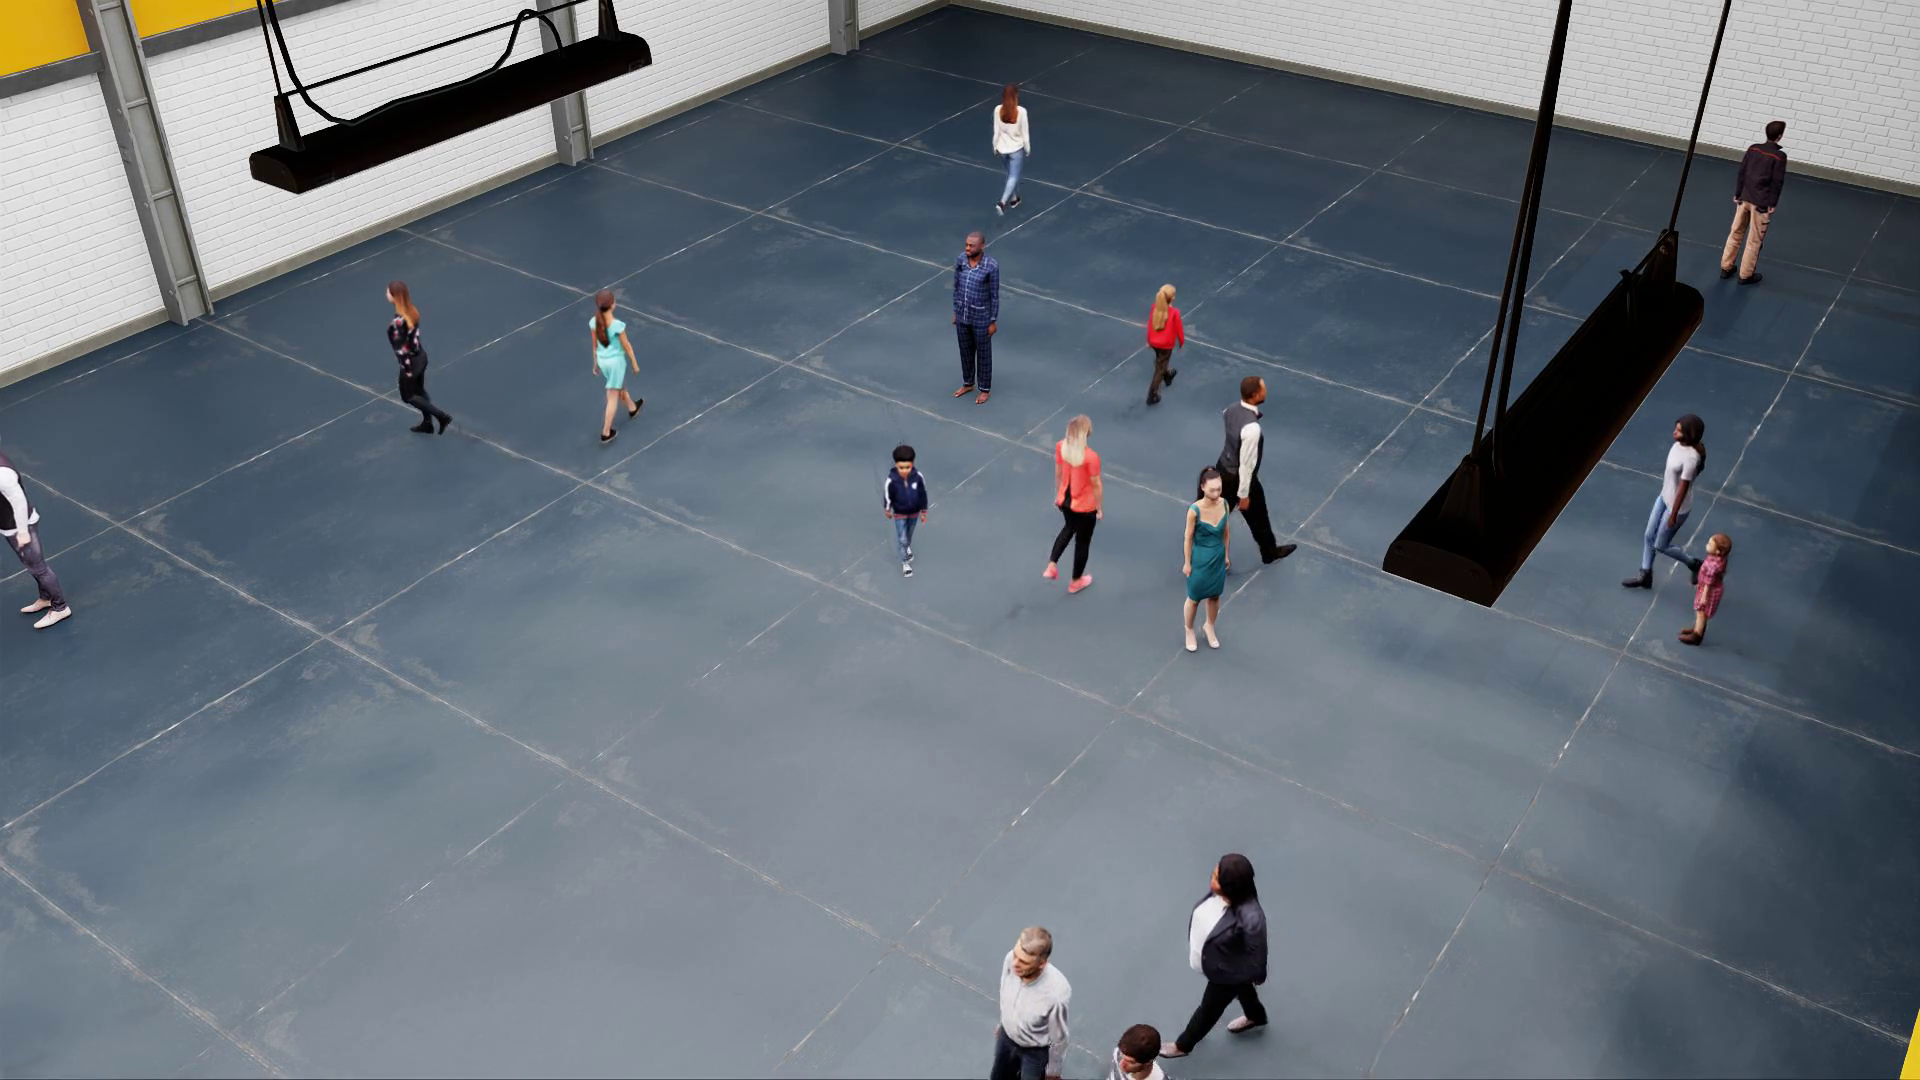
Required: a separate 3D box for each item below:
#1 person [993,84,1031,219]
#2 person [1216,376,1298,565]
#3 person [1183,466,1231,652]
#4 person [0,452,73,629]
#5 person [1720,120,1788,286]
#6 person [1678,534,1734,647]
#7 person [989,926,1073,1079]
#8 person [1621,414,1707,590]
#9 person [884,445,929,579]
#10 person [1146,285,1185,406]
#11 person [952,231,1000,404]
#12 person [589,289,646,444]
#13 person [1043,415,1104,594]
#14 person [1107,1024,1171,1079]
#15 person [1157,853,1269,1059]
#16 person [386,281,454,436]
[{"bbox_3d":[0.628,-4.872,20.940,0.723,1.664,1.105,15,36,21],"label":"person"},{"bbox_3d":[2.281,-0.510,14.178,1.265,1.883,1.127,-11,35,-16],"label":"person"},{"bbox_3d":[1.971,0.159,13.347,0.572,1.689,0.676,-13,36,-18],"label":"person"},{"bbox_3d":[-7.735,-0.115,13.639,0.662,1.822,0.742,-26,42,-34],"label":"person"},{"bbox_3d":[9.220,-3.924,19.278,0.741,1.925,0.773,-21,39,-28],"label":"person"},{"bbox_3d":[6.132,0.404,13.583,0.487,1.021,0.373,19,38,26],"label":"person"},{"bbox_3d":[0.456,2.765,9.320,0.815,1.808,0.762,-25,41,-33],"label":"person"},{"bbox_3d":[6.077,-0.280,13.993,0.914,1.706,0.936,3,34,4],"label":"person"},{"bbox_3d":[-0.469,-0.308,14.499,0.810,1.193,0.846,-8,34,-12],"label":"person"},{"bbox_3d":[2.041,-1.971,16.949,0.523,1.250,0.889,23,40,30],"label":"person"},{"bbox_3d":[0.156,-2.279,16.894,0.679,1.824,0.608,19,38,26],"label":"person"},{"bbox_3d":[-3.434,-1.674,16.260,0.695,1.518,1.085,14,36,20],"label":"person"},{"bbox_3d":[0.925,-0.261,13.987,0.747,1.680,0.664,-28,42,-35],"label":"person"},{"bbox_3d":[1.004,3.145,8.725,0.890,1.833,0.832,-13,36,-19],"label":"person"},{"bbox_3d":[1.681,2.483,9.973,1.140,1.555,1.038,-9,35,-14],"label":"person"},{"bbox_3d":[-5.266,-1.742,16.223,0.820,1.672,0.798,4,34,6],"label":"person"}]
